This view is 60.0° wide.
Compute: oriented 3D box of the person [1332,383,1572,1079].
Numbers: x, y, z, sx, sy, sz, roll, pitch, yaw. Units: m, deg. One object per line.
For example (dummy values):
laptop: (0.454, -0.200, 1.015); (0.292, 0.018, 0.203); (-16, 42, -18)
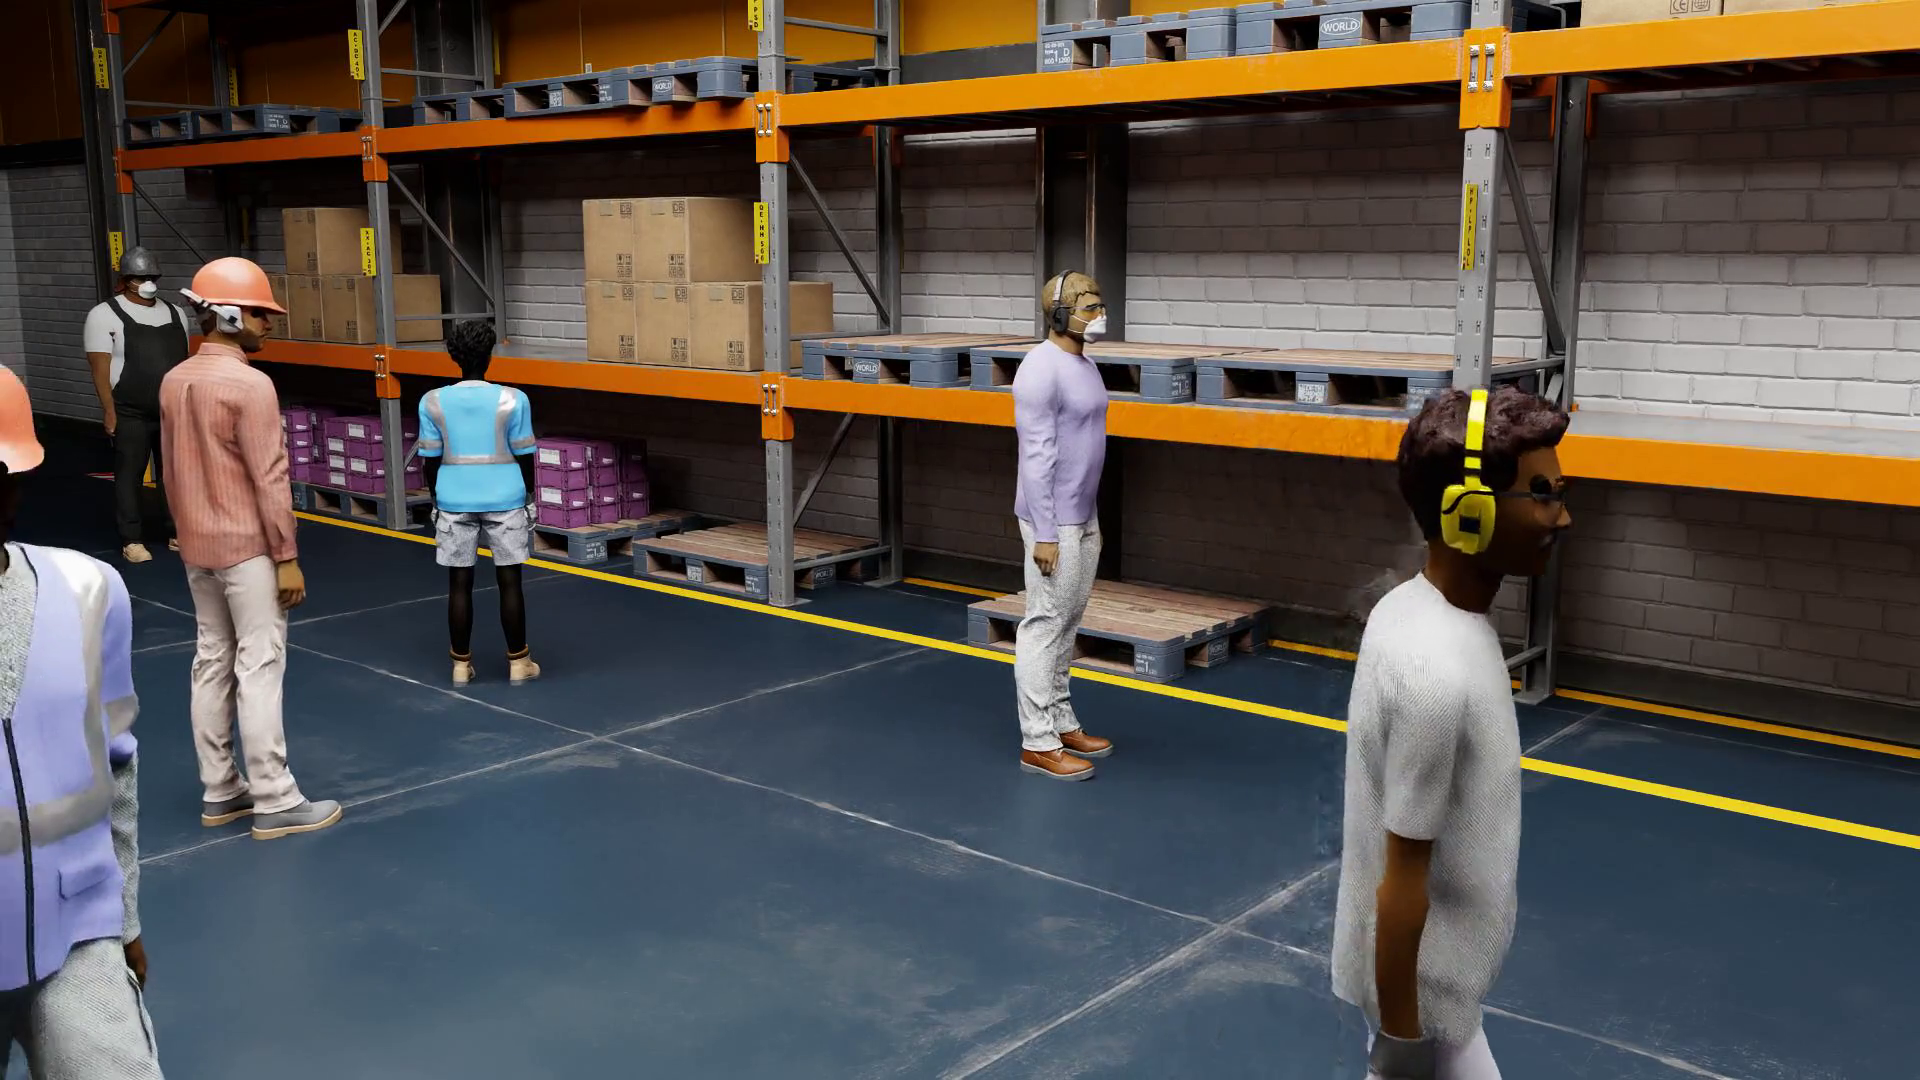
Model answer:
person: (0.644, 0.672, 2.547); (0.853, 1.843, 0.525); (3, 10, 15)

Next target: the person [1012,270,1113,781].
person: (0.406, -0.063, 6.431); (0.372, 1.940, 0.627); (4, 11, 21)

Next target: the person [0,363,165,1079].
person: (-1.578, 0.624, 2.671); (0.998, 1.893, 0.562); (8, 13, 39)

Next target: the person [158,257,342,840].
person: (-2.477, 0.032, 5.743); (0.610, 1.989, 0.391); (7, 12, 34)

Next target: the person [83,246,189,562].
person: (-5.258, -0.890, 10.847); (0.538, 2.000, 0.683); (6, 12, 32)

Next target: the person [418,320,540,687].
person: (-2.202, -0.160, 7.665); (0.534, 1.699, 0.318); (-1, 10, -4)
